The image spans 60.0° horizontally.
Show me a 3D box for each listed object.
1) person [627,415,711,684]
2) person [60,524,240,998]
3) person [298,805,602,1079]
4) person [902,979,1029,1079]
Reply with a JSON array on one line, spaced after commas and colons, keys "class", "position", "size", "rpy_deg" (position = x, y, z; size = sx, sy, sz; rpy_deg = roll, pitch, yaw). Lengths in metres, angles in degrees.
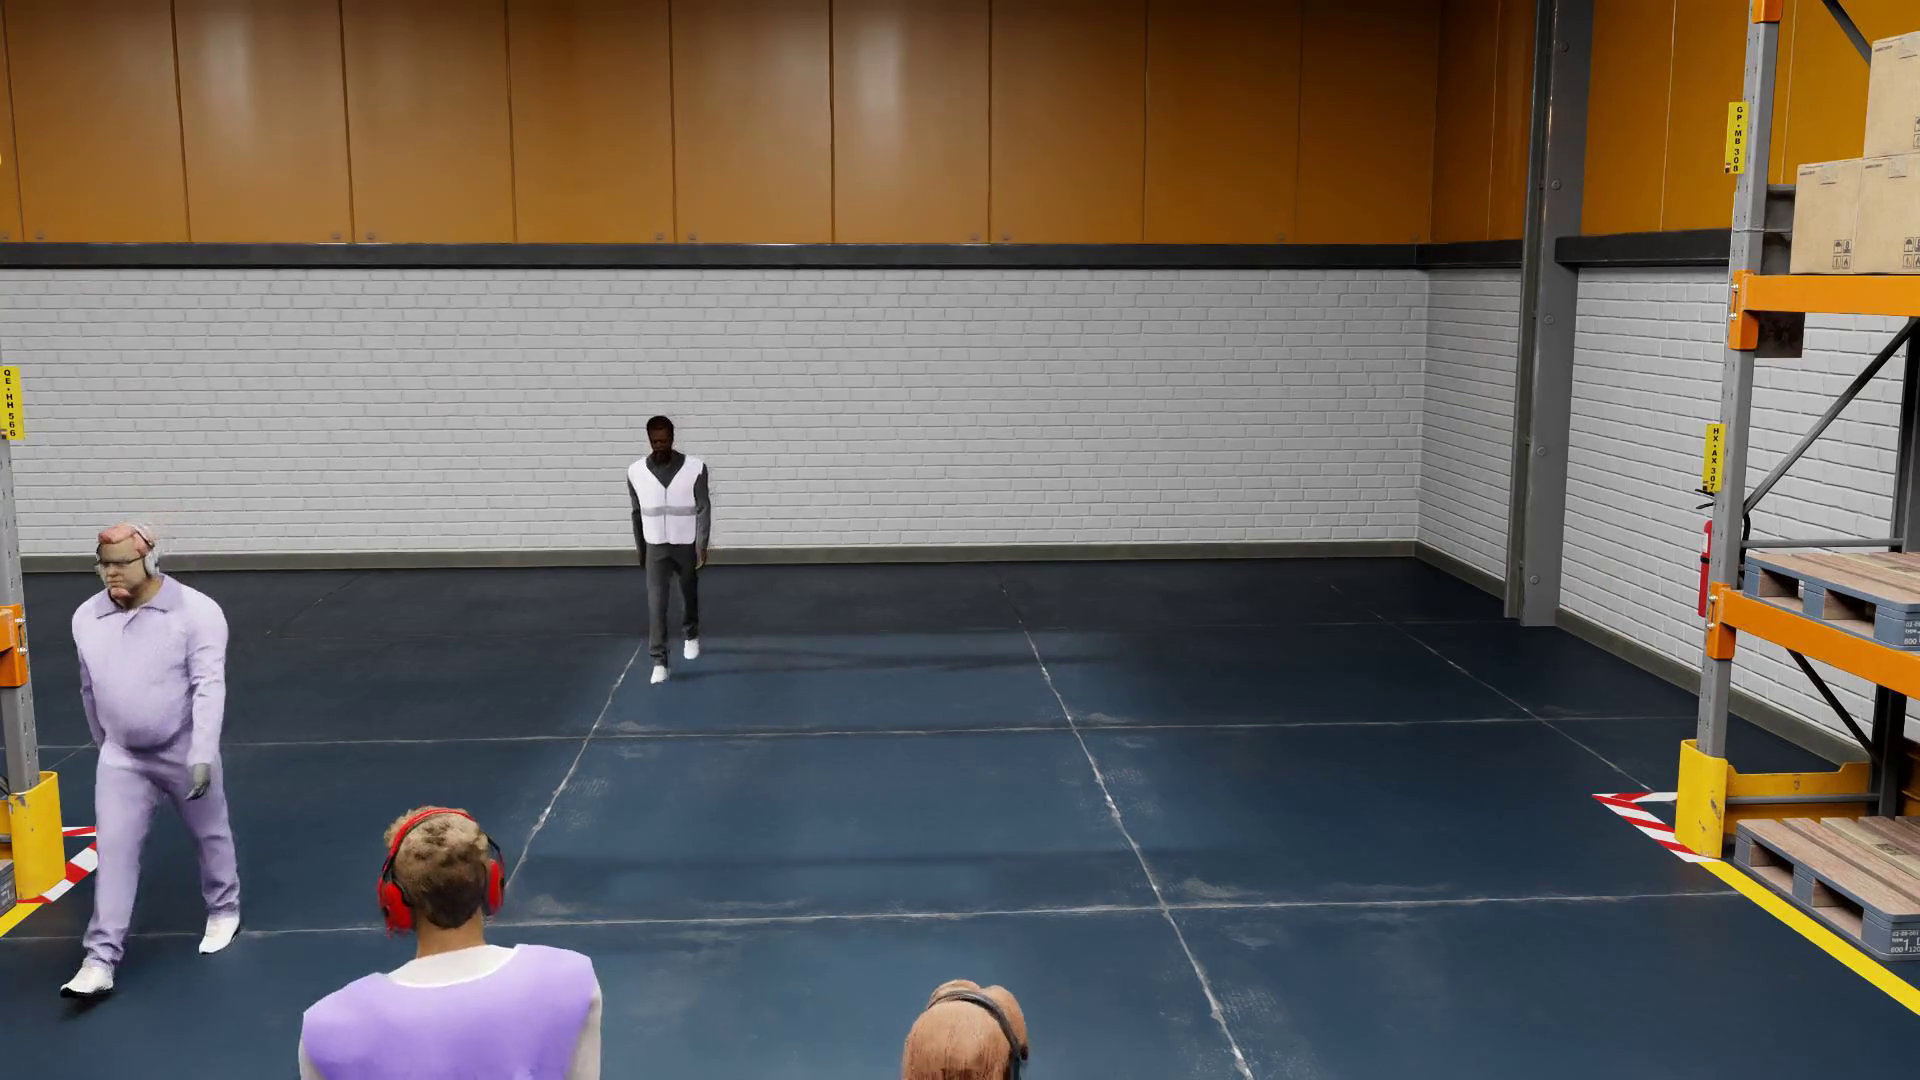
[{"class": "person", "position": [-2.071, 0.019, 11.933], "size": [0.591, 1.865, 1.035], "rpy_deg": [-1, 9, -6]}, {"class": "person", "position": [-3.236, 0.861, 6.643], "size": [0.655, 1.855, 1.005], "rpy_deg": [0, 9, -1]}, {"class": "person", "position": [-0.997, 1.413, 3.306], "size": [0.585, 1.816, 0.796], "rpy_deg": [-5, 10, -27]}, {"class": "person", "position": [0.004, 1.574, 2.927], "size": [0.528, 1.602, 0.823], "rpy_deg": [3, 9, 17]}]
